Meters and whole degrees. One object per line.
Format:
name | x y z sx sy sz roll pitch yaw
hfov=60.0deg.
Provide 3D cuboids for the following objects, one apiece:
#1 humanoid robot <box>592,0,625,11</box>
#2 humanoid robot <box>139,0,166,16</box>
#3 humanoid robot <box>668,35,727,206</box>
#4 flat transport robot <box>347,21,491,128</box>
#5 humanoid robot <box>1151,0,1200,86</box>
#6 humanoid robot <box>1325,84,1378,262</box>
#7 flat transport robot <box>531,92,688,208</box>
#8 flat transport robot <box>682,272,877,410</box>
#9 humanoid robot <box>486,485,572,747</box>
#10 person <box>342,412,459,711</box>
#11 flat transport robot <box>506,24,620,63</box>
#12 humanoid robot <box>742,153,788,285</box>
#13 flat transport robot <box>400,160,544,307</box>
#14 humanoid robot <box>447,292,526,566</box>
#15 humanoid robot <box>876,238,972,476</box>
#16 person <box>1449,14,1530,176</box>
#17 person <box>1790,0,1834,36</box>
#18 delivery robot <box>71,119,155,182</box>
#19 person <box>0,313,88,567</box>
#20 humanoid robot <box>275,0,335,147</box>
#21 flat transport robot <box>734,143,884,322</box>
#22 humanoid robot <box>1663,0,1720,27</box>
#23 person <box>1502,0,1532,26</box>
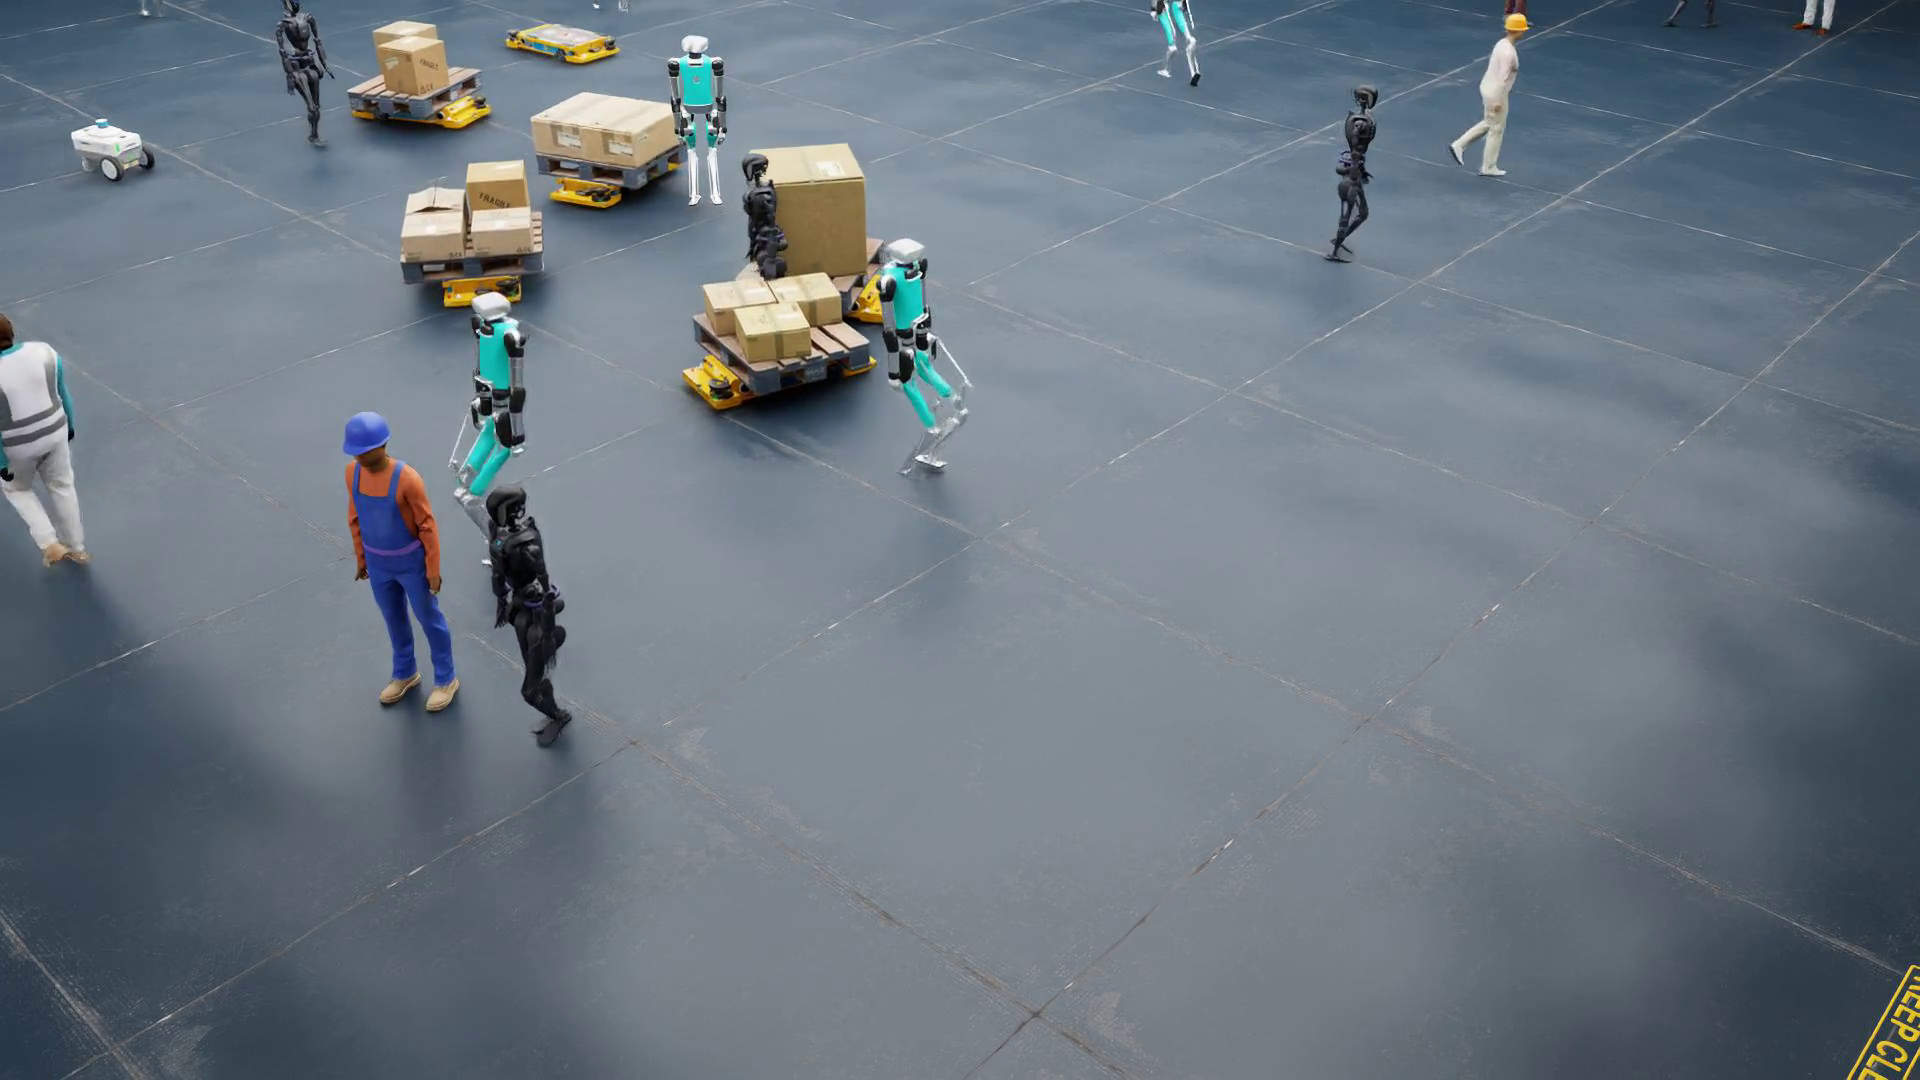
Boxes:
humanoid robot | -4.904 -8.154 22.977 0.548 1.843 0.821 -21 38 -31
humanoid robot | -11.186 -7.951 22.601 0.662 1.831 0.542 27 41 36
humanoid robot | -2.541 -4.139 16.305 0.533 1.673 0.735 -3 32 -5
flat transport robot | -6.225 -5.002 19.209 1.431 0.231 0.659 10 33 15
humanoid robot | 2.684 -6.376 20.076 0.548 1.809 0.898 -15 35 -22
humanoid robot | 3.607 -3.341 15.196 0.335 1.644 0.599 10 33 16
flat transport robot | -3.568 -3.787 17.252 0.659 0.231 1.431 12 34 19
flat transport robot | -1.457 -1.419 13.438 1.431 0.231 0.659 -18 36 -27
humanoid robot | -2.369 0.411 9.156 0.397 1.641 0.590 -27 41 -36
person | -3.184 0.123 9.403 0.533 1.906 0.373 9 33 13
flat transport robot | -5.144 -6.425 21.500 1.431 0.231 0.659 21 38 30
humanoid robot | -1.579 -2.375 13.642 0.352 1.648 0.601 -14 34 -21
flat transport robot | -4.392 -2.494 15.170 0.659 0.231 1.431 -6 32 -10
humanoid robot | -3.160 -0.679 10.862 0.810 1.780 0.587 -26 40 -35
humanoid robot | -0.192 -1.211 11.727 0.703 1.803 0.544 17 36 25
person | 5.492 -4.606 17.220 0.533 1.682 0.502 0 32 0
person | 11.492 -7.620 21.975 0.398 1.820 0.638 -9 33 -15
delivery robot | -8.953 -4.125 17.527 0.768 0.597 0.501 14 34 21
person | -5.983 -0.640 10.709 0.458 1.828 0.627 23 39 32
humanoid robot | -7.103 -5.121 18.074 0.449 1.646 0.588 16 35 24
flat transport robot | -1.286 -2.181 14.667 1.431 0.231 0.659 7 33 11
humanoid robot | 9.944 -7.677 22.238 0.765 1.645 0.601 -10 33 -16
person | 7.619 -7.835 22.315 0.380 1.805 0.549 -9 33 -14
